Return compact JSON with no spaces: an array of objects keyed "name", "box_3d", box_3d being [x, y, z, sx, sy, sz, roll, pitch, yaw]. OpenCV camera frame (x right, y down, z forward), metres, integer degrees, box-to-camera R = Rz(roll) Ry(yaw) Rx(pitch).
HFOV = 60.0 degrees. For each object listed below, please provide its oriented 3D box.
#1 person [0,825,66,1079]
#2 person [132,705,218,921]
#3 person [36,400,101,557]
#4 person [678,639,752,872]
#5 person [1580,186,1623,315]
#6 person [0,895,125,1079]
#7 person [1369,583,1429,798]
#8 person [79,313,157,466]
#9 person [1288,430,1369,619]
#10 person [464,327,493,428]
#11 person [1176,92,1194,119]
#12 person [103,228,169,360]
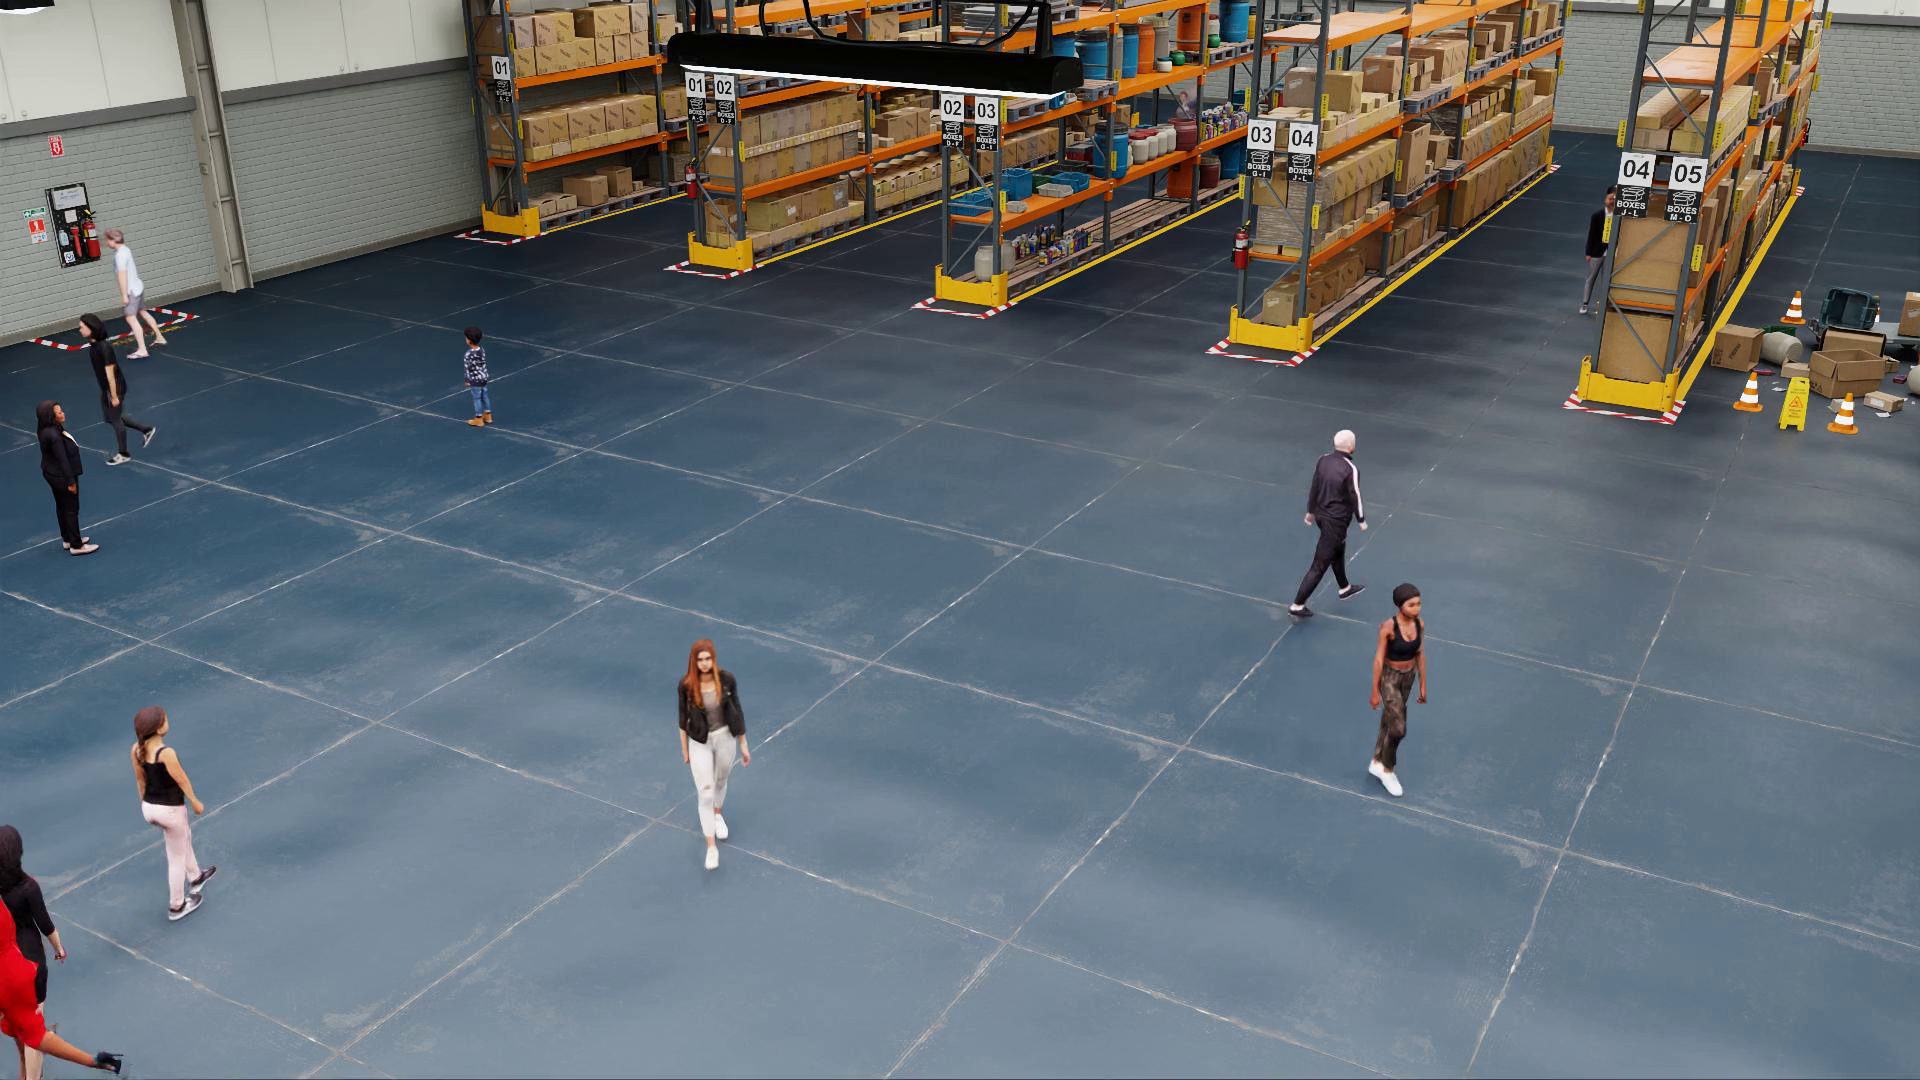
[{"name":"person","box_3d":[-5.349,2.494,9.360,0.954,1.775,1.077,-4,23,-9]},{"name":"person","box_3d":[-5.373,1.853,11.161,0.579,1.544,0.778,10,25,21]},{"name":"person","box_3d":[-9.151,-0.642,16.938,0.727,1.617,0.724,-19,30,-38]},{"name":"person","box_3d":[-1.787,1.439,11.973,1.034,1.673,1.080,-7,24,-16]},{"name":"person","box_3d":[9.846,-4.425,25.410,0.756,1.948,0.688,6,24,15]},{"name":"person","box_3d":[-5.255,2.512,9.398,0.993,1.712,1.057,2,23,5]},{"name":"person","box_3d":[3.295,1.082,12.795,0.755,1.686,0.811,-11,26,-25]},{"name":"person","box_3d":[-9.805,-1.794,19.395,0.945,1.813,0.777,-19,30,-38]},{"name":"person","box_3d":[3.385,-0.097,15.448,1.298,1.780,1.129,-10,25,-22]},{"name":"person","box_3d":[-6.011,-2.044,20.705,0.553,1.249,0.421,12,26,25]},{"name":"person","box_3d":[4.991,-9.118,36.921,0.634,1.575,1.013,10,25,22]},{"name":"person","box_3d":[-11.643,-3.488,23.373,1.037,1.818,0.975,-6,24,-15]}]
